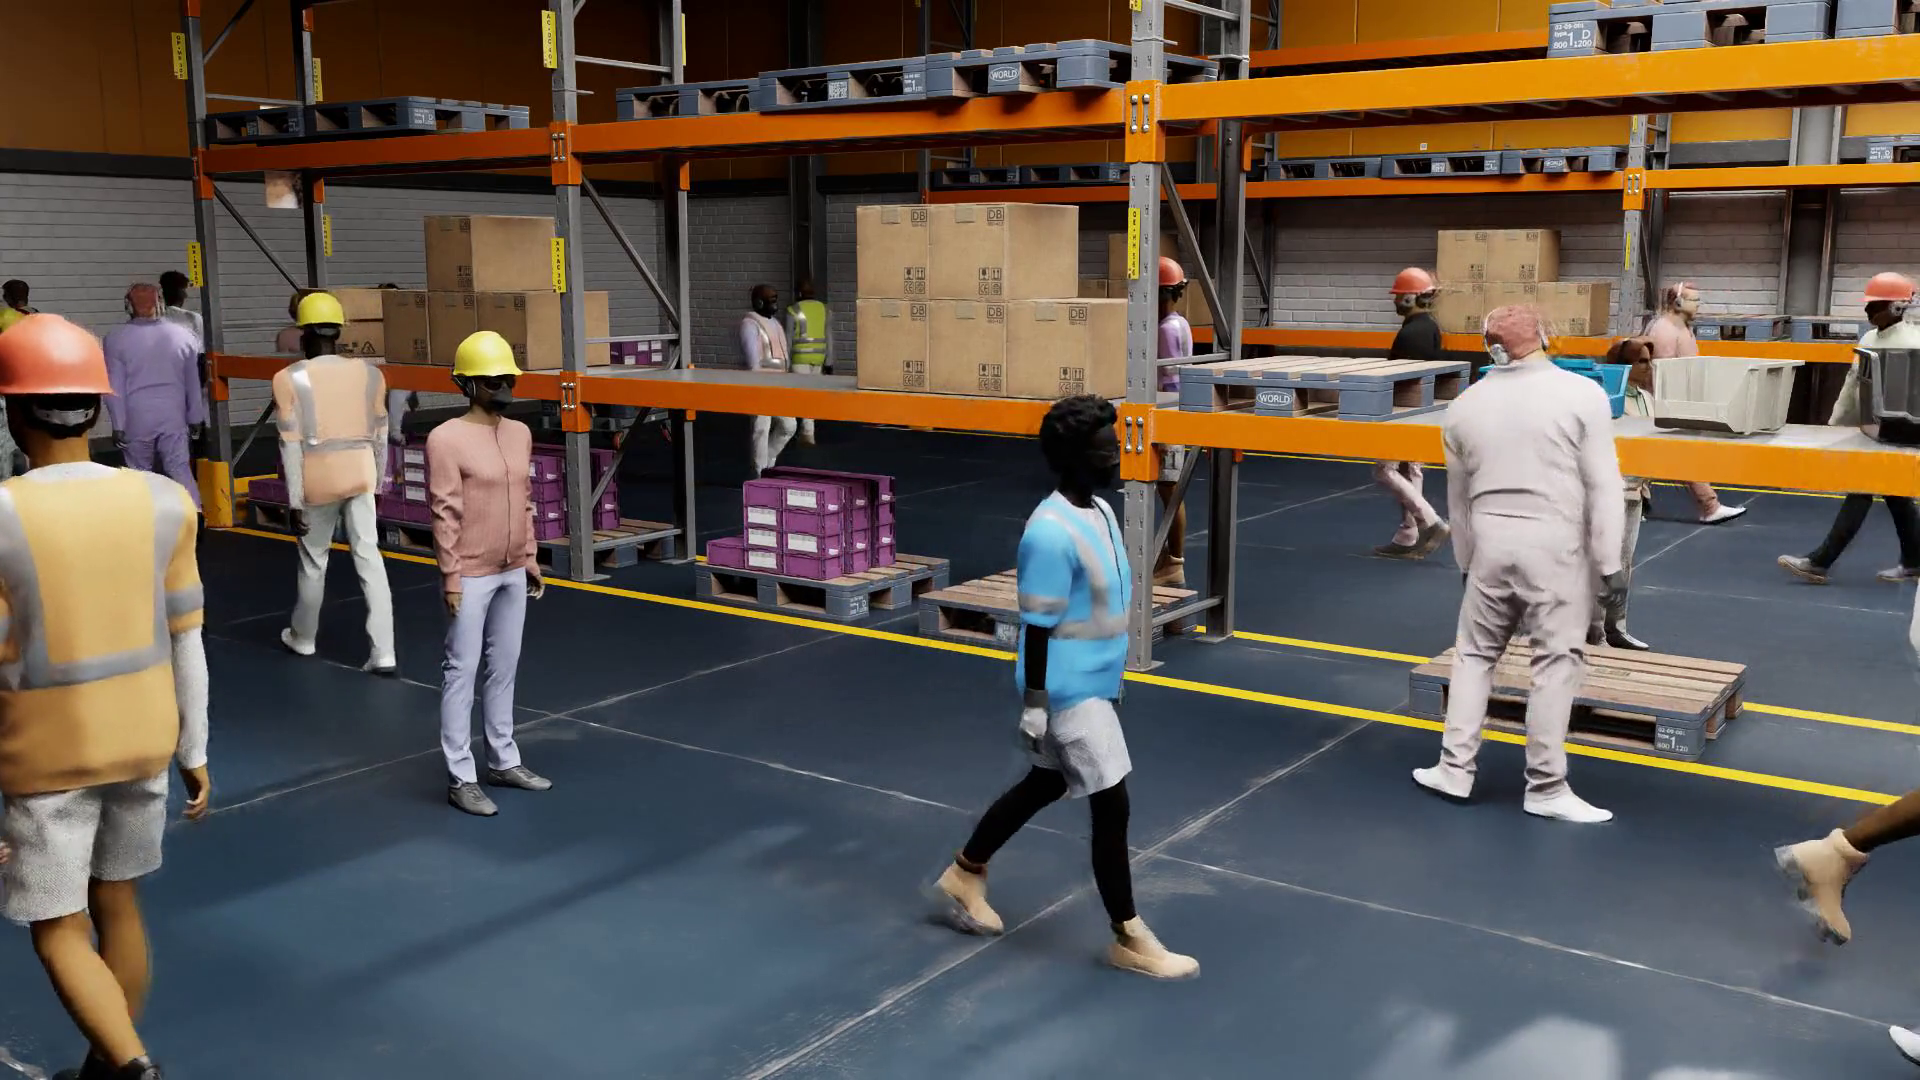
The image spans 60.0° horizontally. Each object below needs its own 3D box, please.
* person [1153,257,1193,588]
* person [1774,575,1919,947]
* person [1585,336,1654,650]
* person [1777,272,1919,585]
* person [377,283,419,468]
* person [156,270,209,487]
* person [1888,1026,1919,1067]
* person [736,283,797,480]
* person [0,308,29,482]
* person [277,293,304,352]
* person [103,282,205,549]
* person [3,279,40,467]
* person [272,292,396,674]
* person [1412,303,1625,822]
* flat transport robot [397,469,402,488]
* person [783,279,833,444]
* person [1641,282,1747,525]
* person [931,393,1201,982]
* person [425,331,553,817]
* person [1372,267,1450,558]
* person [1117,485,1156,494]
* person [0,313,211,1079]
[{"bbox_3d":[1.252,-0.716,10.296,0.392,2.045,0.608,2,10,10],"label":"person"},{"bbox_3d":[2.665,0.275,4.460,0.670,2.019,0.621,7,12,34],"label":"person"},{"bbox_3d":[3.386,-0.221,8.541,0.514,1.643,0.307,-9,13,-43],"label":"person"},{"bbox_3d":[5.658,-0.678,10.356,1.029,1.941,0.634,1,10,5],"label":"person"},{"bbox_3d":[-4.770,-1.284,14.318,0.748,1.837,0.551,2,10,10],"label":"person"},{"bbox_3d":[-6.802,-1.363,14.467,0.603,1.934,0.597,-1,10,-7],"label":"person"},{"bbox_3d":[2.596,0.630,3.637,0.895,1.590,0.531,8,12,40],"label":"person"},{"bbox_3d":[-1.703,-1.333,14.617,0.449,1.828,0.629,4,11,25],"label":"person"},{"bbox_3d":[-6.216,-0.666,11.005,0.868,1.700,0.503,6,11,33],"label":"person"},{"bbox_3d":[-5.933,-1.373,15.104,0.474,1.736,0.535,7,12,36],"label":"person"},{"bbox_3d":[-5.615,-0.858,11.632,0.832,1.878,0.652,9,13,43],"label":"person"},{"bbox_3d":[-9.184,-1.634,16.357,0.345,1.844,0.507,-1,10,-4],"label":"person"},{"bbox_3d":[-3.095,-0.281,8.236,0.599,1.867,1.033,-9,13,-43],"label":"person"},{"bbox_3d":[2.077,0.083,6.075,0.412,1.873,0.740,-8,12,-39],"label":"person"},{"bbox_3d":[-4.572,-0.492,14.228,1.431,0.197,0.652,-4,10,-20],"label":"flat transport robot"},{"bbox_3d":[-1.743,-1.984,18.526,0.644,1.841,0.489,-9,13,-44],"label":"person"},{"bbox_3d":[5.488,-1.030,12.712,1.013,1.852,0.667,8,12,39],"label":"person"},{"bbox_3d":[0.271,0.402,4.775,0.838,1.661,0.540,3,10,20],"label":"person"},{"bbox_3d":[-1.737,0.115,6.166,0.323,1.769,0.523,5,11,26],"label":"person"},{"bbox_3d":[3.062,-0.837,11.205,0.496,1.978,0.620,7,12,37],"label":"person"},{"bbox_3d":[1.546,-1.213,14.452,0.312,1.639,0.520,7,12,34],"label":"person"},{"bbox_3d":[-1.882,0.470,3.632,0.796,1.916,0.548,8,12,39],"label":"person"}]
